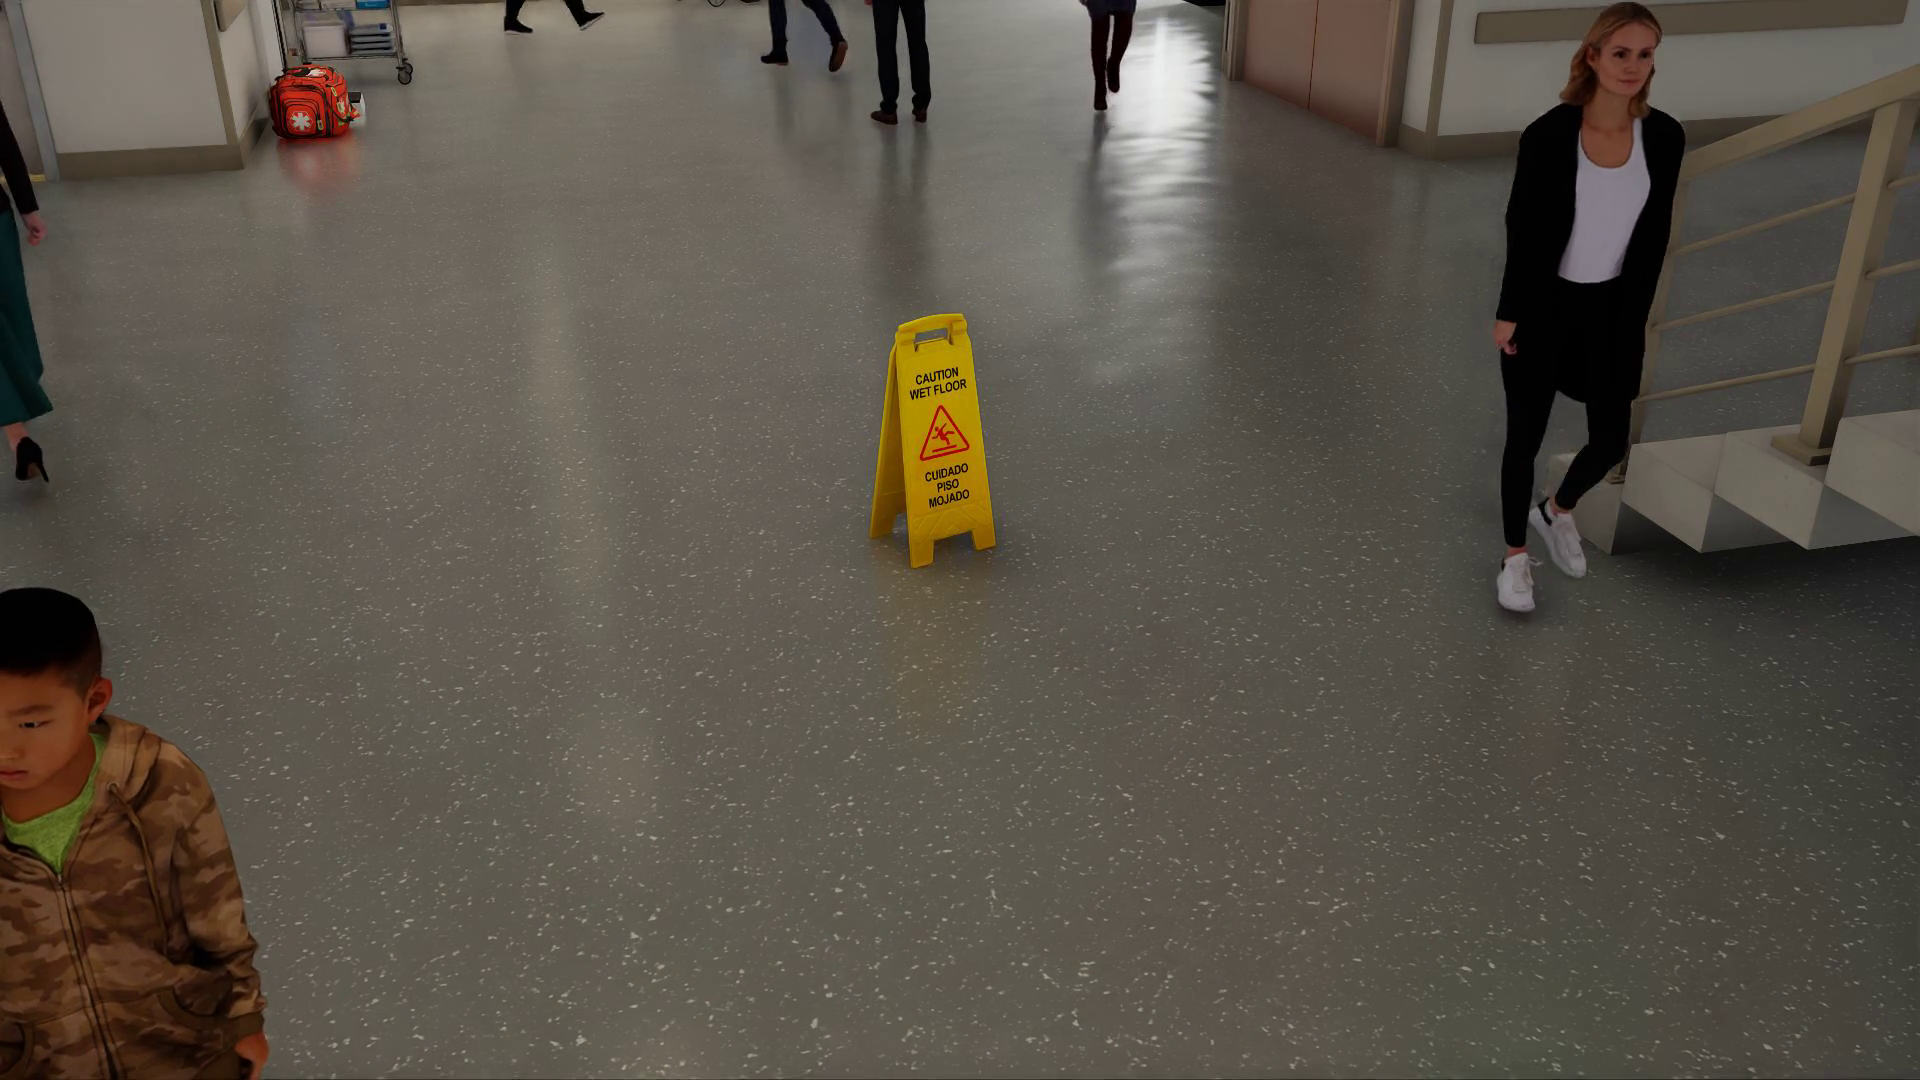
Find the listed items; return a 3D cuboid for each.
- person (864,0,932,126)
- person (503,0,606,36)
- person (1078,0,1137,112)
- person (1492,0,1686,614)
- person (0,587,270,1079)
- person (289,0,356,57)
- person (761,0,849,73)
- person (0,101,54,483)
[{"bbox_3d":[-0.430,-3.803,11.327,0.683,1.866,0.629,-12,28,-22],"label":"person"},{"bbox_3d":[-3.818,-5.244,14.517,0.808,1.691,1.109,-1,26,-2],"label":"person"},{"bbox_3d":[1.062,-3.924,11.772,0.718,1.697,0.791,2,26,4],"label":"person"},{"bbox_3d":[1.767,-0.662,4.898,0.731,1.793,0.784,2,26,4],"label":"person"},{"bbox_3d":[-1.230,0.720,2.423,0.623,1.453,0.624,-12,28,-24],"label":"person"},{"bbox_3d":[-5.195,-4.864,13.592,0.828,1.809,0.814,-4,26,-8],"label":"person"},{"bbox_3d":[-1.236,-4.615,13.036,1.263,1.844,1.035,23,34,39],"label":"person"},{"bbox_3d":[-3.392,-0.996,5.713,0.989,1.686,1.199,-23,34,-39],"label":"person"}]
